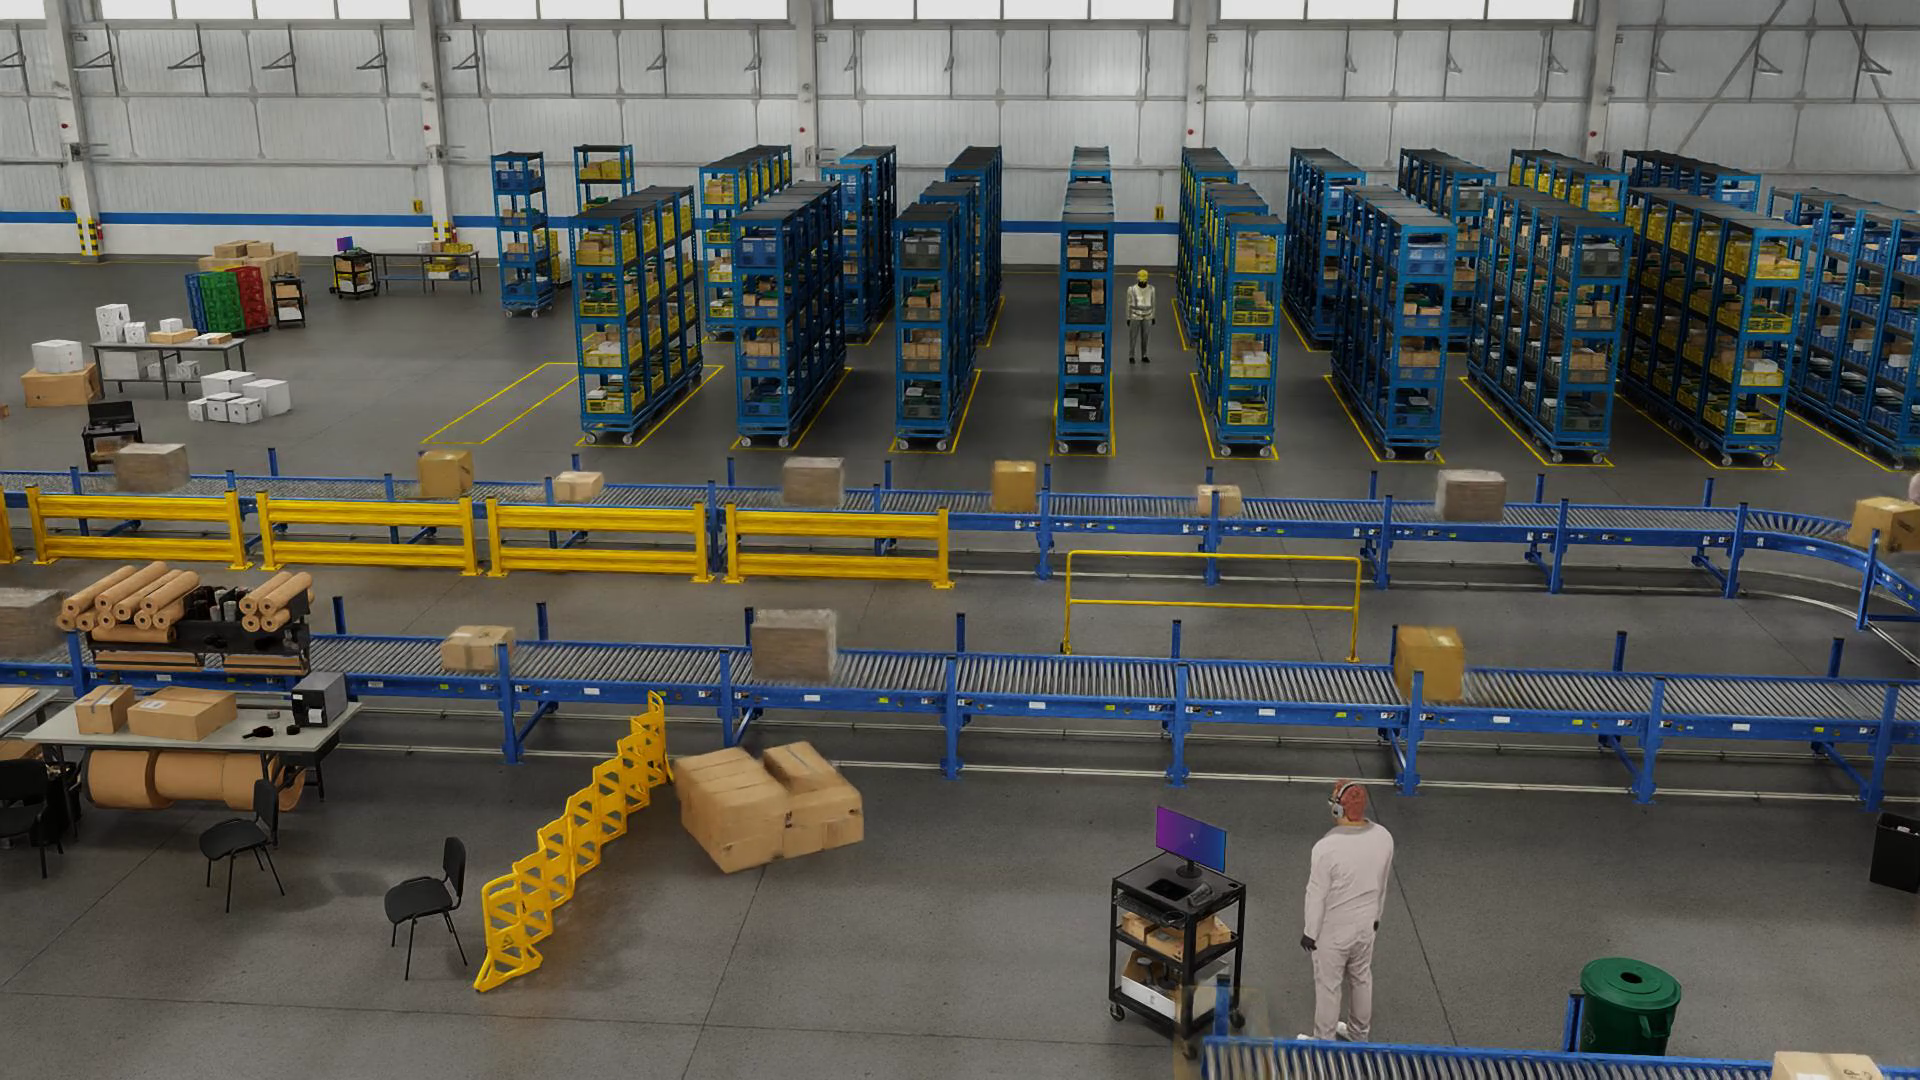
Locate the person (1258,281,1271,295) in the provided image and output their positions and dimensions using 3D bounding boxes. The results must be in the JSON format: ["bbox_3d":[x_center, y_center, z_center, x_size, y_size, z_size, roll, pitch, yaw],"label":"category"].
[{"bbox_3d":[6.457,-5.483,35.755,0.649,1.956,0.536,11,21,32],"label":"person"}]

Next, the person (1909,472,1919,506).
[{"bbox_3d":[11.299,-0.227,19.431,0.539,1.727,0.717,-7,19,-22],"label":"person"}]

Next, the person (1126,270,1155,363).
[{"bbox_3d":[3.528,-4.344,32.364,0.601,1.818,0.403,-4,18,-13],"label":"person"}]

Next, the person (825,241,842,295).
[{"bbox_3d":[-3.178,-6.707,39.902,0.910,1.785,0.600,-8,19,-24],"label":"person"}]

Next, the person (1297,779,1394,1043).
[{"bbox_3d":[2.460,2.440,10.725,0.635,1.899,0.400,-10,20,-30],"label":"person"}]
